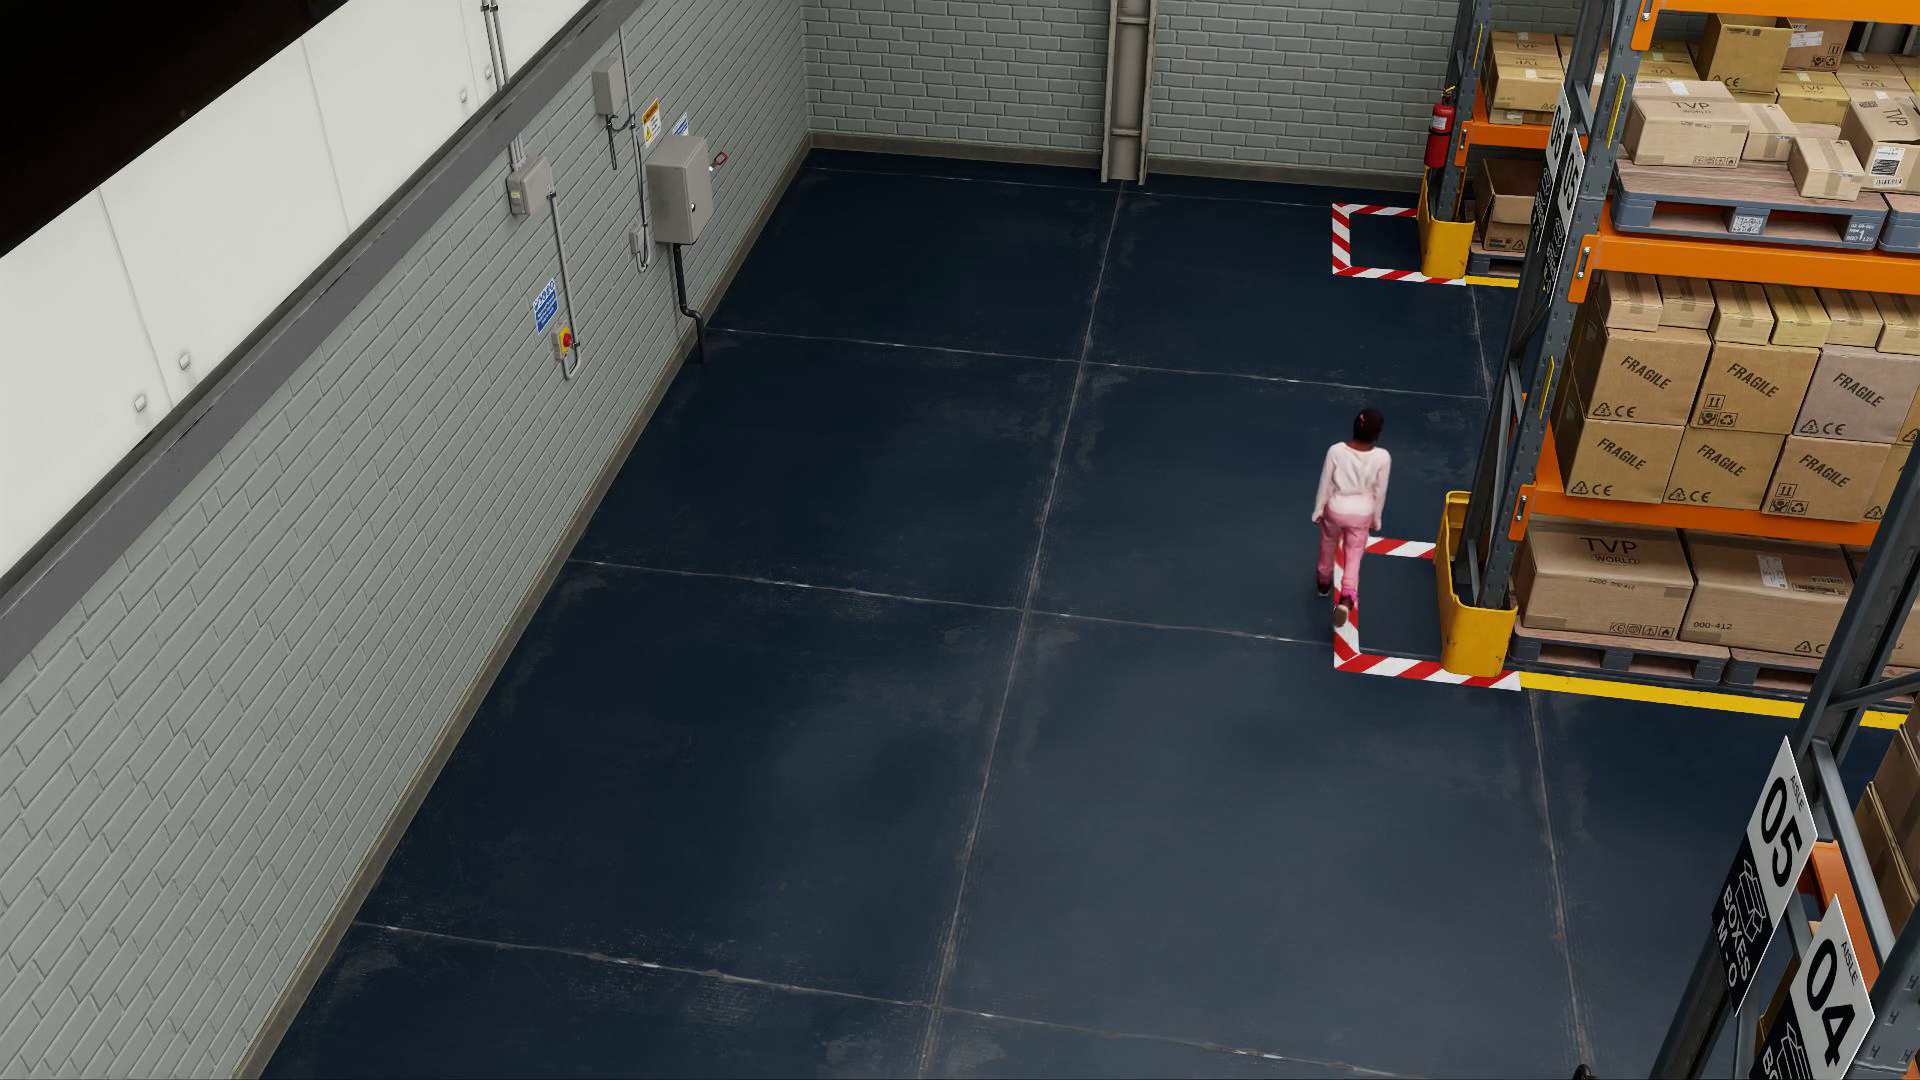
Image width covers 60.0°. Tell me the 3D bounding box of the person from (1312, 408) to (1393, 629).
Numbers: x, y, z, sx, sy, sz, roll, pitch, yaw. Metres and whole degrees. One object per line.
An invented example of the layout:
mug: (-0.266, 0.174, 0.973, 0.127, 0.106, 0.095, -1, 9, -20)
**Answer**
person: (2.304, -0.140, 9.833, 0.836, 1.428, 0.642, 6, 38, 8)
